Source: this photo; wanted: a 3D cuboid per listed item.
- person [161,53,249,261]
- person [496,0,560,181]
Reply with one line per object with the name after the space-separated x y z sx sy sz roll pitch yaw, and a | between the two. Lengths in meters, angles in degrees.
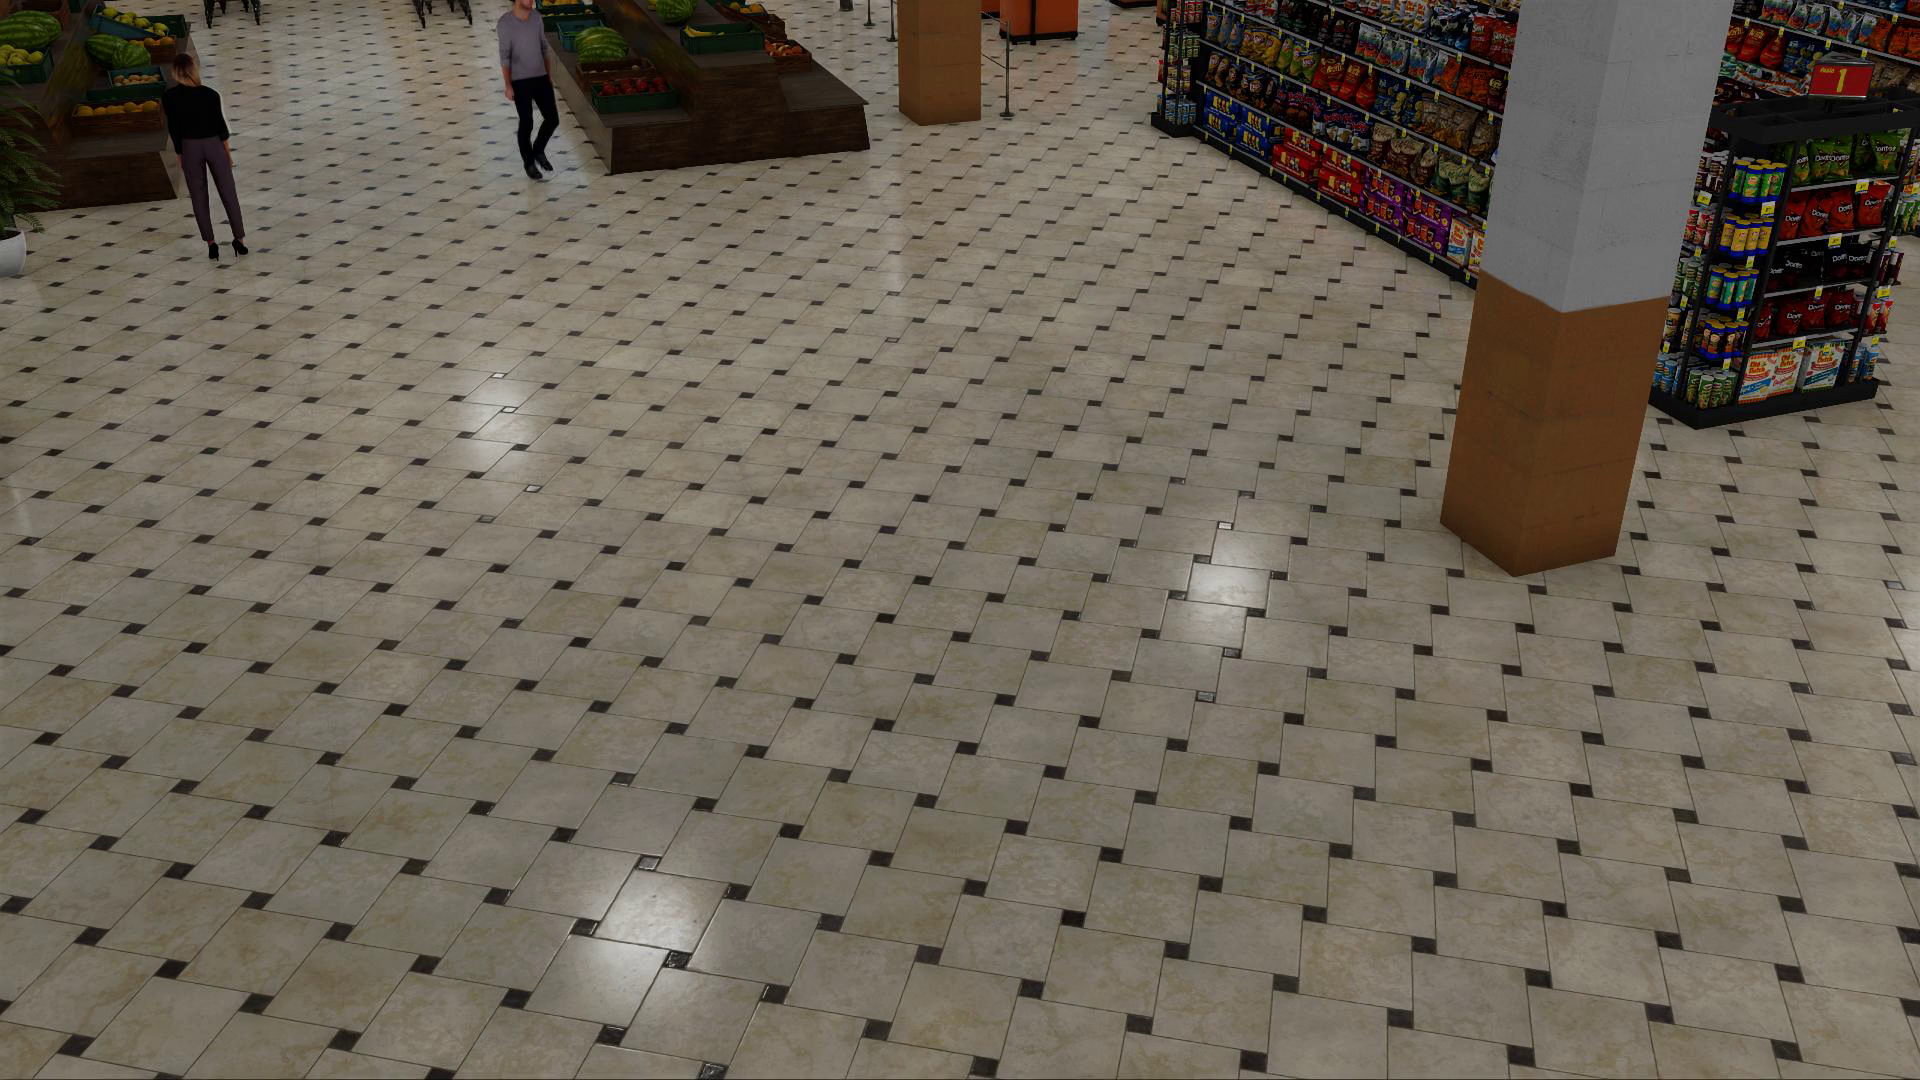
-6.155 -3.110 13.545 0.581 1.672 0.512 -10 30 -18 | person
-4.102 -4.330 15.620 0.822 1.824 0.818 -26 38 -38 | person
